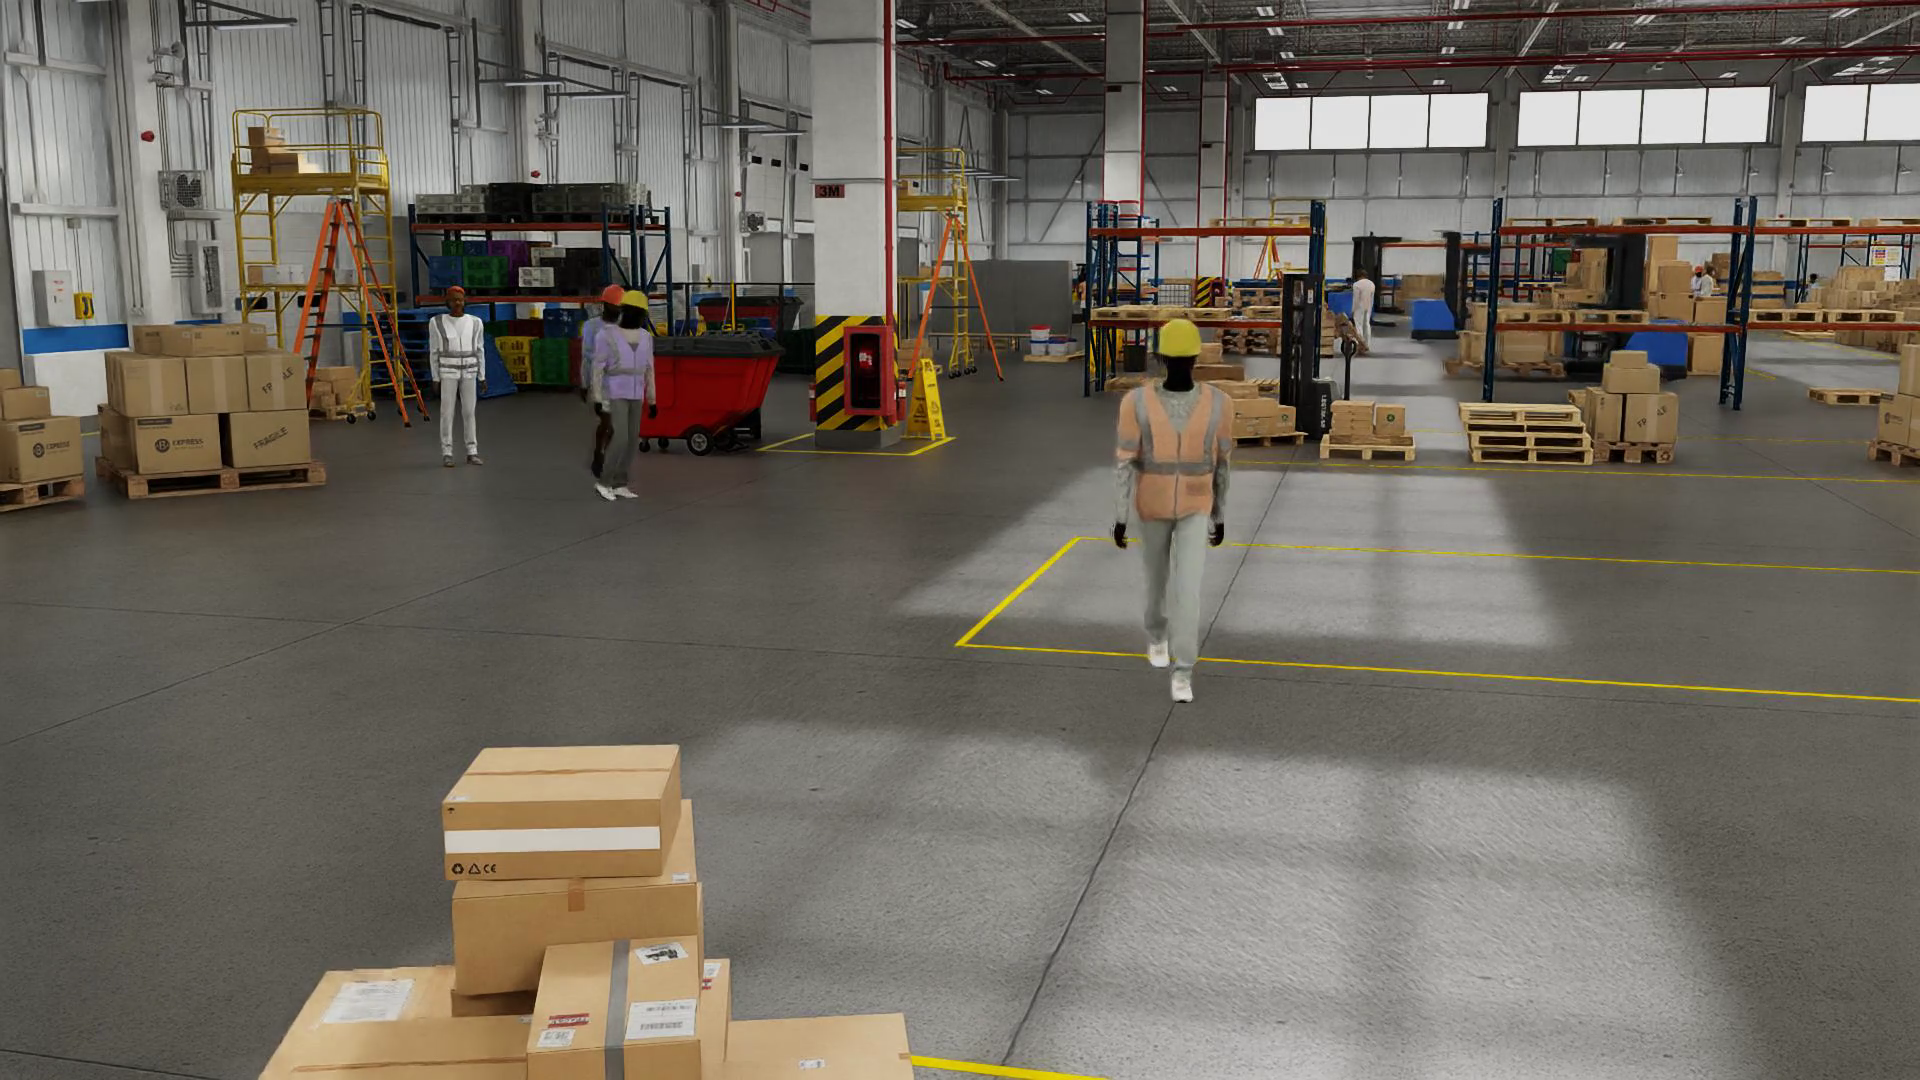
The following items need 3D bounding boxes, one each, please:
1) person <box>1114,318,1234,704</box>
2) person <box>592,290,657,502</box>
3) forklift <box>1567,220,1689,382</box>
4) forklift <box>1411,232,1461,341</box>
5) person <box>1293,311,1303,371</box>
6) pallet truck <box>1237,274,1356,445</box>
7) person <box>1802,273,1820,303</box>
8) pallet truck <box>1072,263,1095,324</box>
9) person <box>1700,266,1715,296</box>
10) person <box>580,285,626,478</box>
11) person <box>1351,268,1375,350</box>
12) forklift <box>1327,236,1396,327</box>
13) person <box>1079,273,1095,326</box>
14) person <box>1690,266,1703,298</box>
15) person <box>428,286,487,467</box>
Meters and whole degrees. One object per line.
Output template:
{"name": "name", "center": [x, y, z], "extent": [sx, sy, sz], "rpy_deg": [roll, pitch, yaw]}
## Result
{"name": "person", "center": [1.086, -0.193, 8.491], "extent": [0.598, 1.889, 0.984], "rpy_deg": [1, 10, 4]}
{"name": "person", "center": [-3.019, -1.296, 14.975], "extent": [0.398, 1.882, 0.689], "rpy_deg": [8, 12, 39]}
{"name": "forklift", "center": [11.808, -4.224, 29.272], "extent": [1.873, 2.768, 1.129], "rpy_deg": [2, 10, 14]}
{"name": "forklift", "center": [12.677, -6.549, 42.961], "extent": [1.873, 2.768, 1.129], "rpy_deg": [2, 10, 14]}
{"name": "person", "center": [6.621, -4.103, 31.934], "extent": [0.323, 1.736, 0.488], "rpy_deg": [6, 11, 30]}
{"name": "pallet truck", "center": [3.653, -2.138, 19.590], "extent": [1.885, 1.965, 0.823], "rpy_deg": [-4, 10, -20]}
{"name": "person", "center": [26.782, -7.545, 52.333], "extent": [0.405, 1.675, 0.554], "rpy_deg": [1, 10, 5]}
{"name": "pallet truck", "center": [4.325, -8.180, 55.162], "extent": [0.823, 1.965, 1.885], "rpy_deg": [6, 11, 31]}
{"name": "person", "center": [22.816, -7.403, 50.810], "extent": [0.365, 1.929, 0.628], "rpy_deg": [6, 11, 30]}
{"name": "person", "center": [-3.427, -1.536, 16.300], "extent": [0.571, 1.908, 0.477], "rpy_deg": [-8, 13, -40]}
{"name": "person", "center": [9.414, -5.395, 38.953], "extent": [0.628, 1.935, 0.373], "rpy_deg": [-6, 11, -30]}
{"name": "forklift", "center": [12.486, -8.034, 51.710], "extent": [1.873, 2.768, 1.129], "rpy_deg": [-2, 10, -14]}
{"name": "person", "center": [4.064, -7.690, 53.154], "extent": [0.537, 1.700, 0.318], "rpy_deg": [0, 10, -3]}
{"name": "person", "center": [22.611, -7.441, 51.015], "extent": [0.371, 1.928, 0.543], "rpy_deg": [-8, 13, -40]}
{"name": "person", "center": [-5.235, -1.704, 17.370], "extent": [0.574, 1.883, 0.355], "rpy_deg": [-6, 11, -32]}
